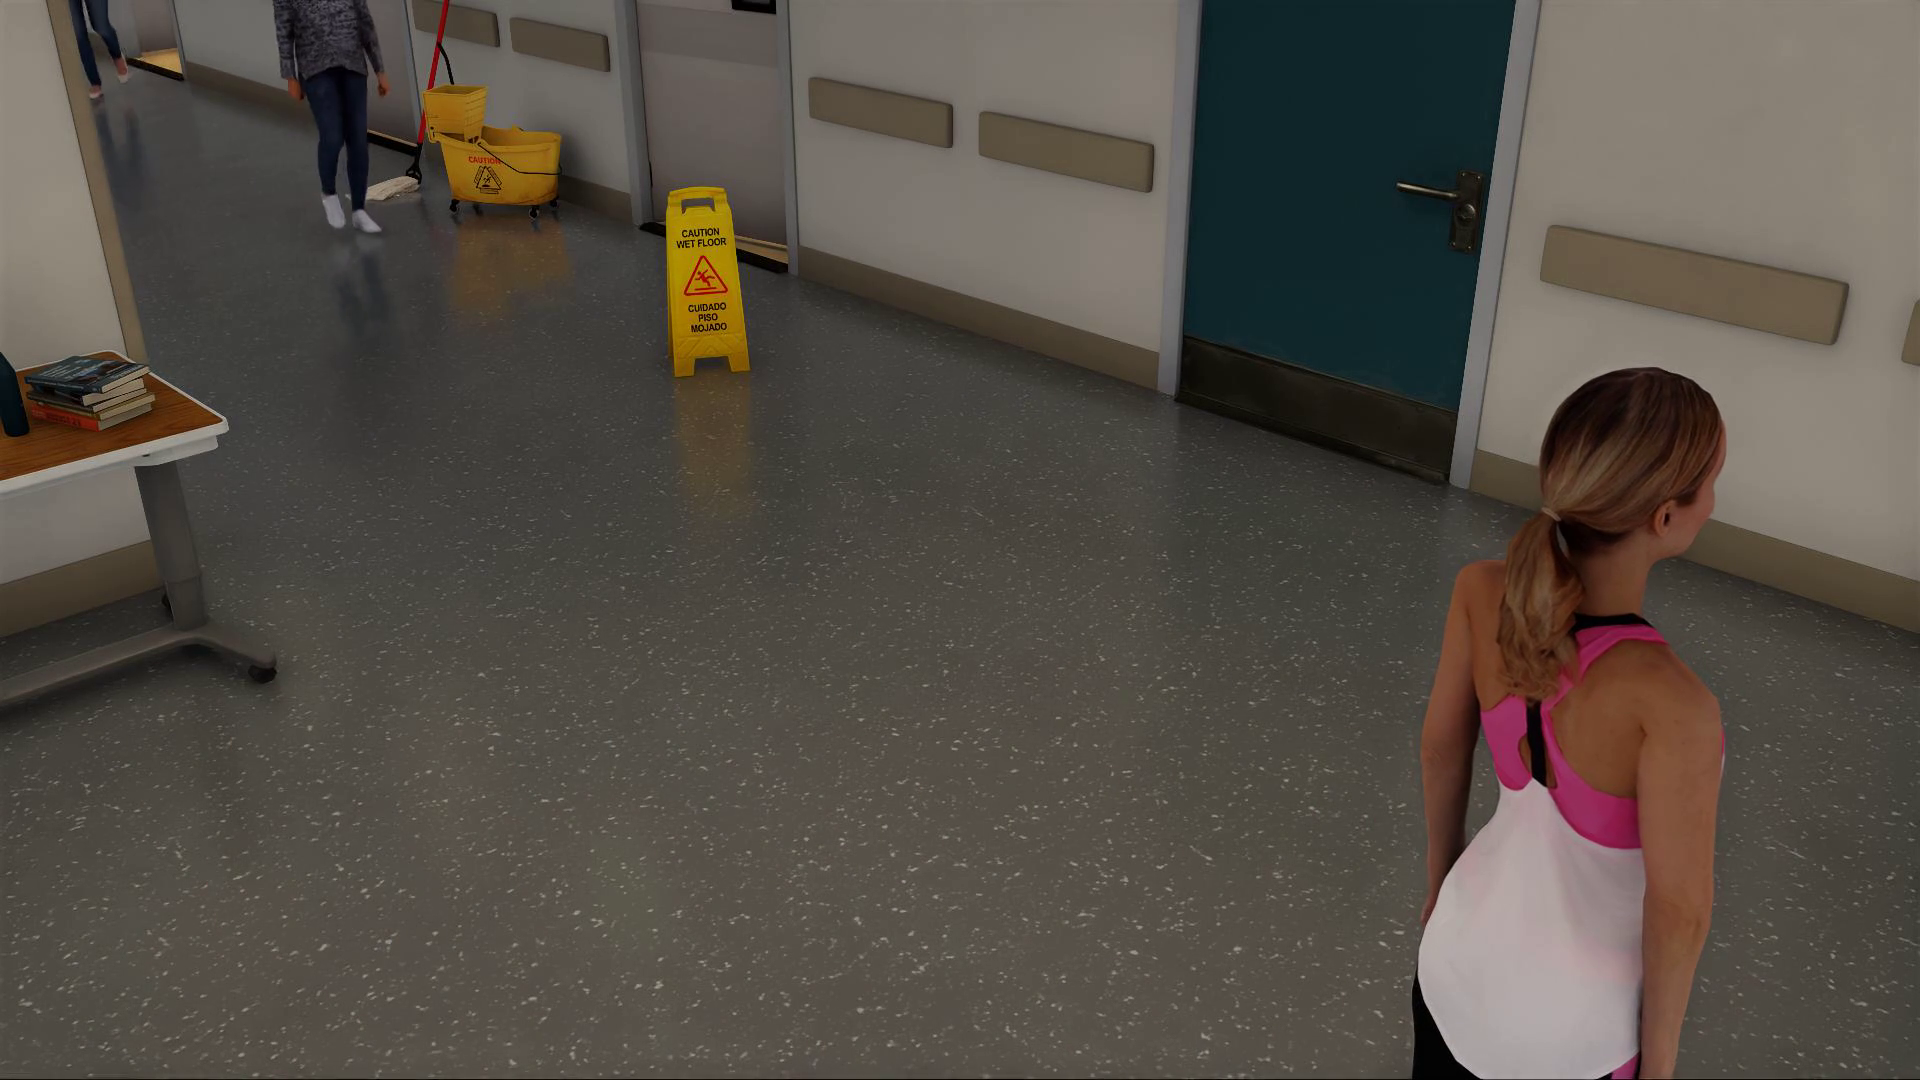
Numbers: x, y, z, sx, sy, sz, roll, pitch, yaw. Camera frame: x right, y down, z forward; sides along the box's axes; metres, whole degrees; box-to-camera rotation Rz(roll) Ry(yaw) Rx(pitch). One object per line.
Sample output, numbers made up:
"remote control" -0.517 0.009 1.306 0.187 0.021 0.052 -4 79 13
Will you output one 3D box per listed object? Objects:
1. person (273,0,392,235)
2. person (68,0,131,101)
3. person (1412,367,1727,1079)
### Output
"person" -3.305 -2.465 8.689 0.650 1.719 0.631 -20 32 -35
"person" -6.390 -4.112 12.105 0.841 1.719 0.930 -3 26 -6
"person" 0.746 0.619 2.215 0.724 1.788 0.564 -12 28 -24
